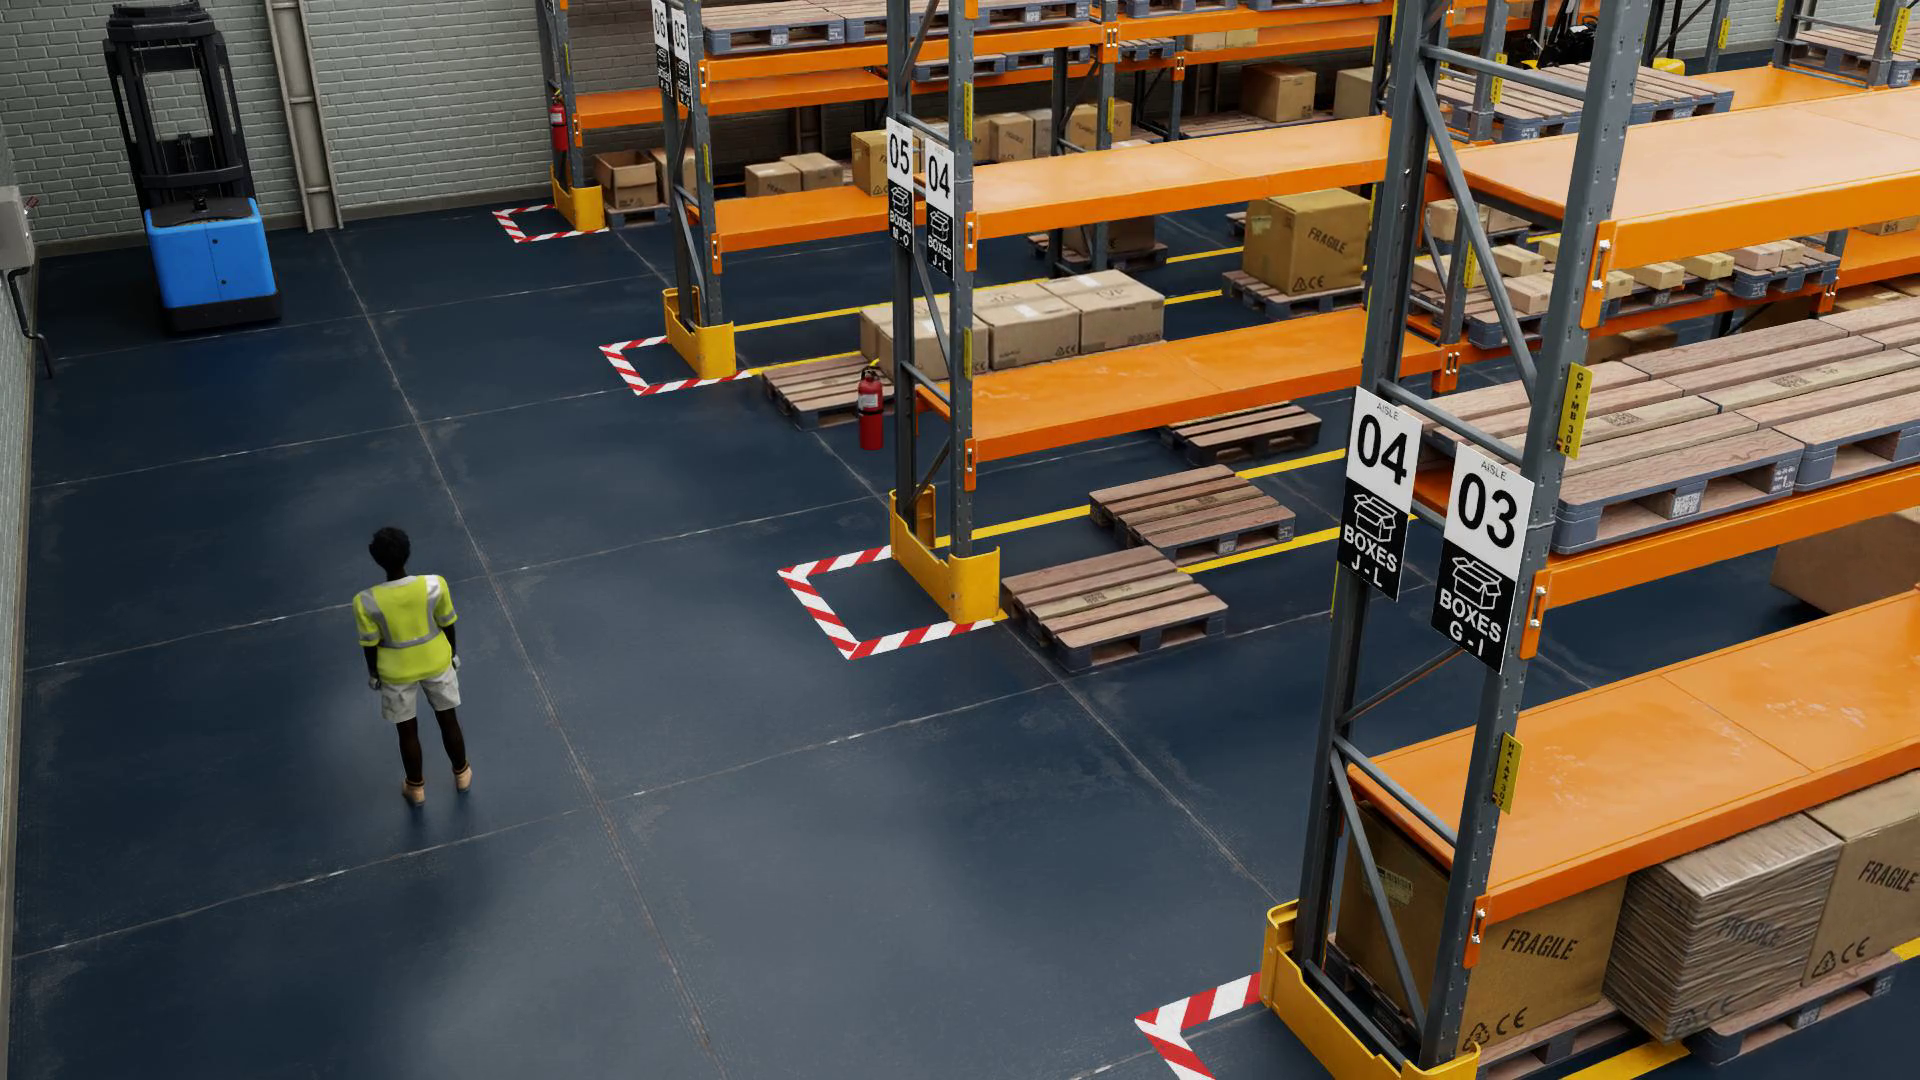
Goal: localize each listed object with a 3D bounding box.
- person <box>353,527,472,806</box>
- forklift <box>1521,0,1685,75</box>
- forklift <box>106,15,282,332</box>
[{"bbox_3d":[-3.020,0.702,9.205,0.531,1.697,0.319,-14,31,-24],"label":"person"},{"bbox_3d":[8.950,-6.807,23.056,1.214,2.155,2.313,-12,30,-22],"label":"forklift"},{"bbox_3d":[-7.548,-3.672,16.323,1.129,2.768,1.873,-12,30,-22],"label":"forklift"}]
